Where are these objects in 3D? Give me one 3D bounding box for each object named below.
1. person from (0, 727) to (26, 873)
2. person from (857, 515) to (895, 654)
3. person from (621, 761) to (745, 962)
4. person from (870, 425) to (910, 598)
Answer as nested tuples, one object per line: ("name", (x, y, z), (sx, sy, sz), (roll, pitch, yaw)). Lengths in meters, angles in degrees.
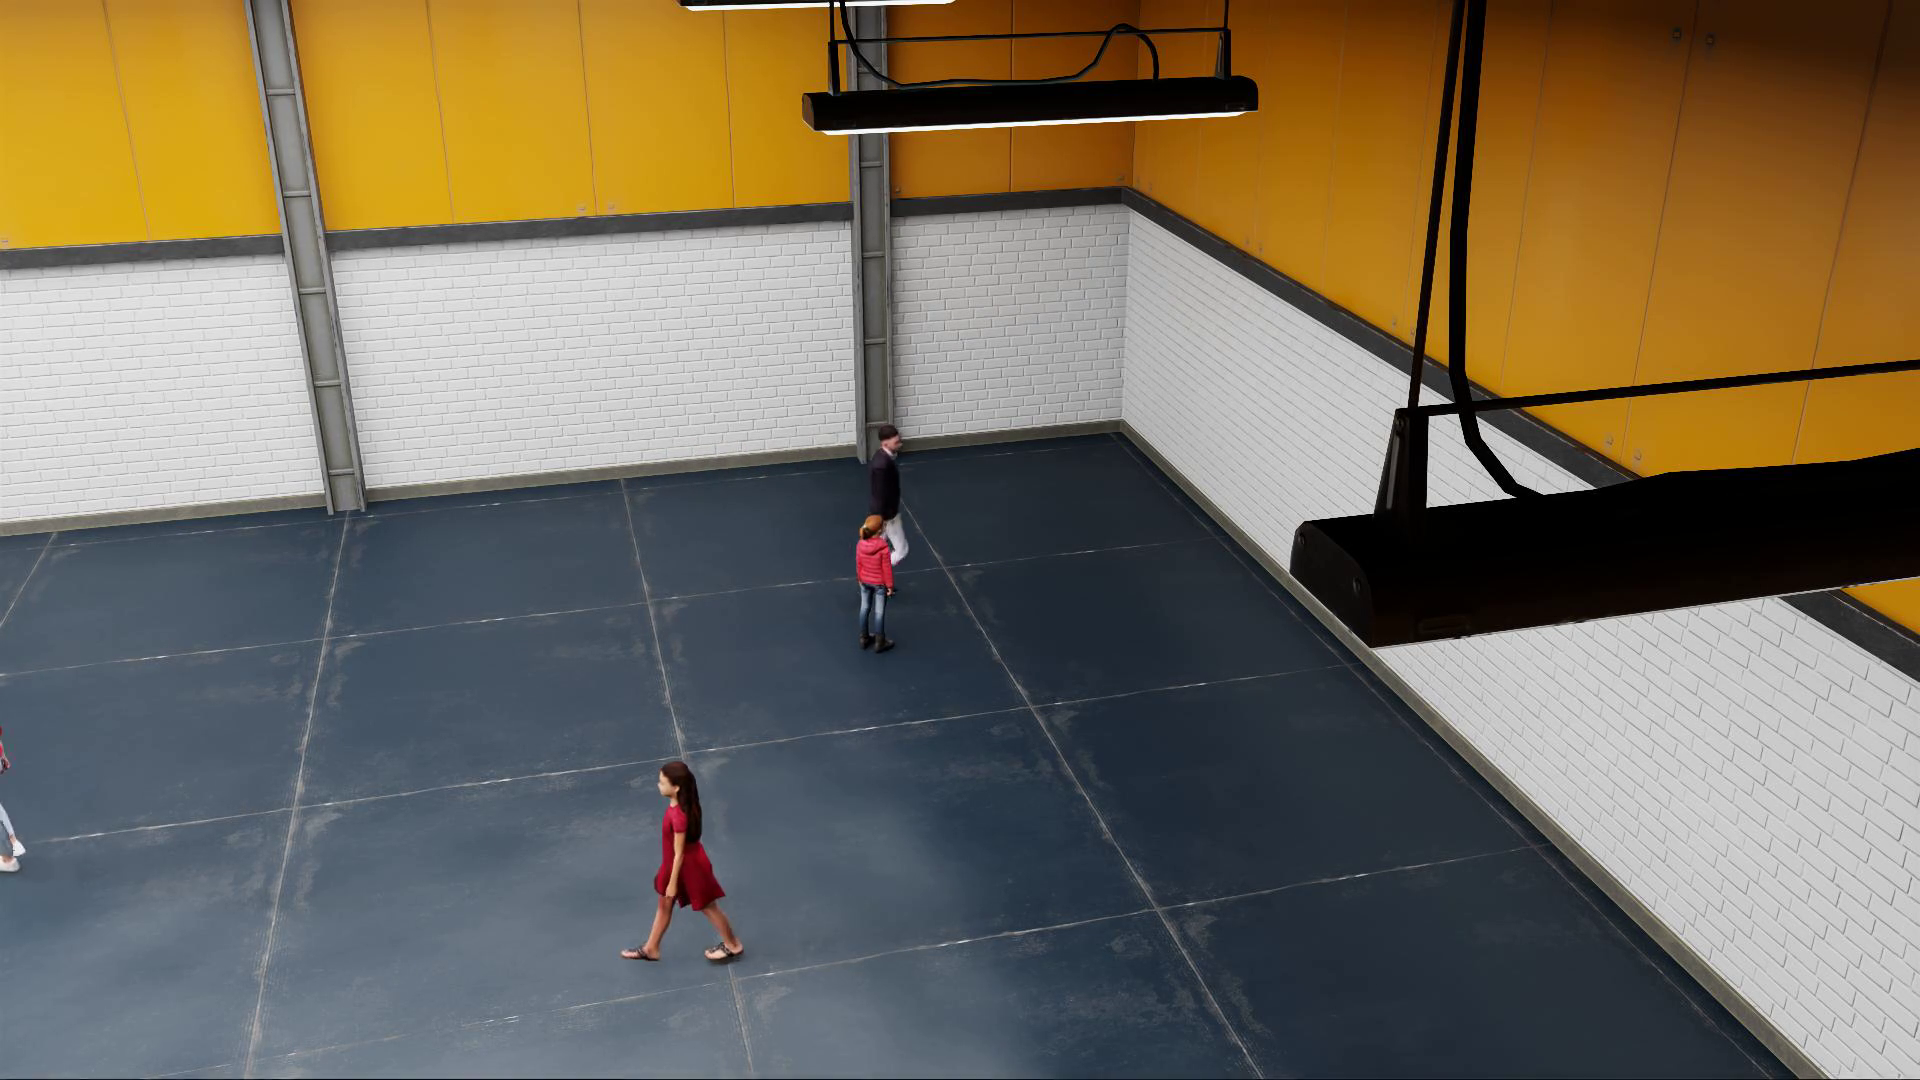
("person", (-6.901, 1.638, 11.805), (0.739, 1.698, 0.730), (6, 24, 13))
("person", (-0.791, 0.388, 15.140), (0.603, 1.316, 0.665), (14, 27, 29))
("person", (-1.715, 2.142, 10.885), (1.037, 1.509, 0.592), (-4, 24, -10))
("person", (-0.804, -0.246, 15.952), (0.720, 1.827, 0.814), (-3, 24, -7))
